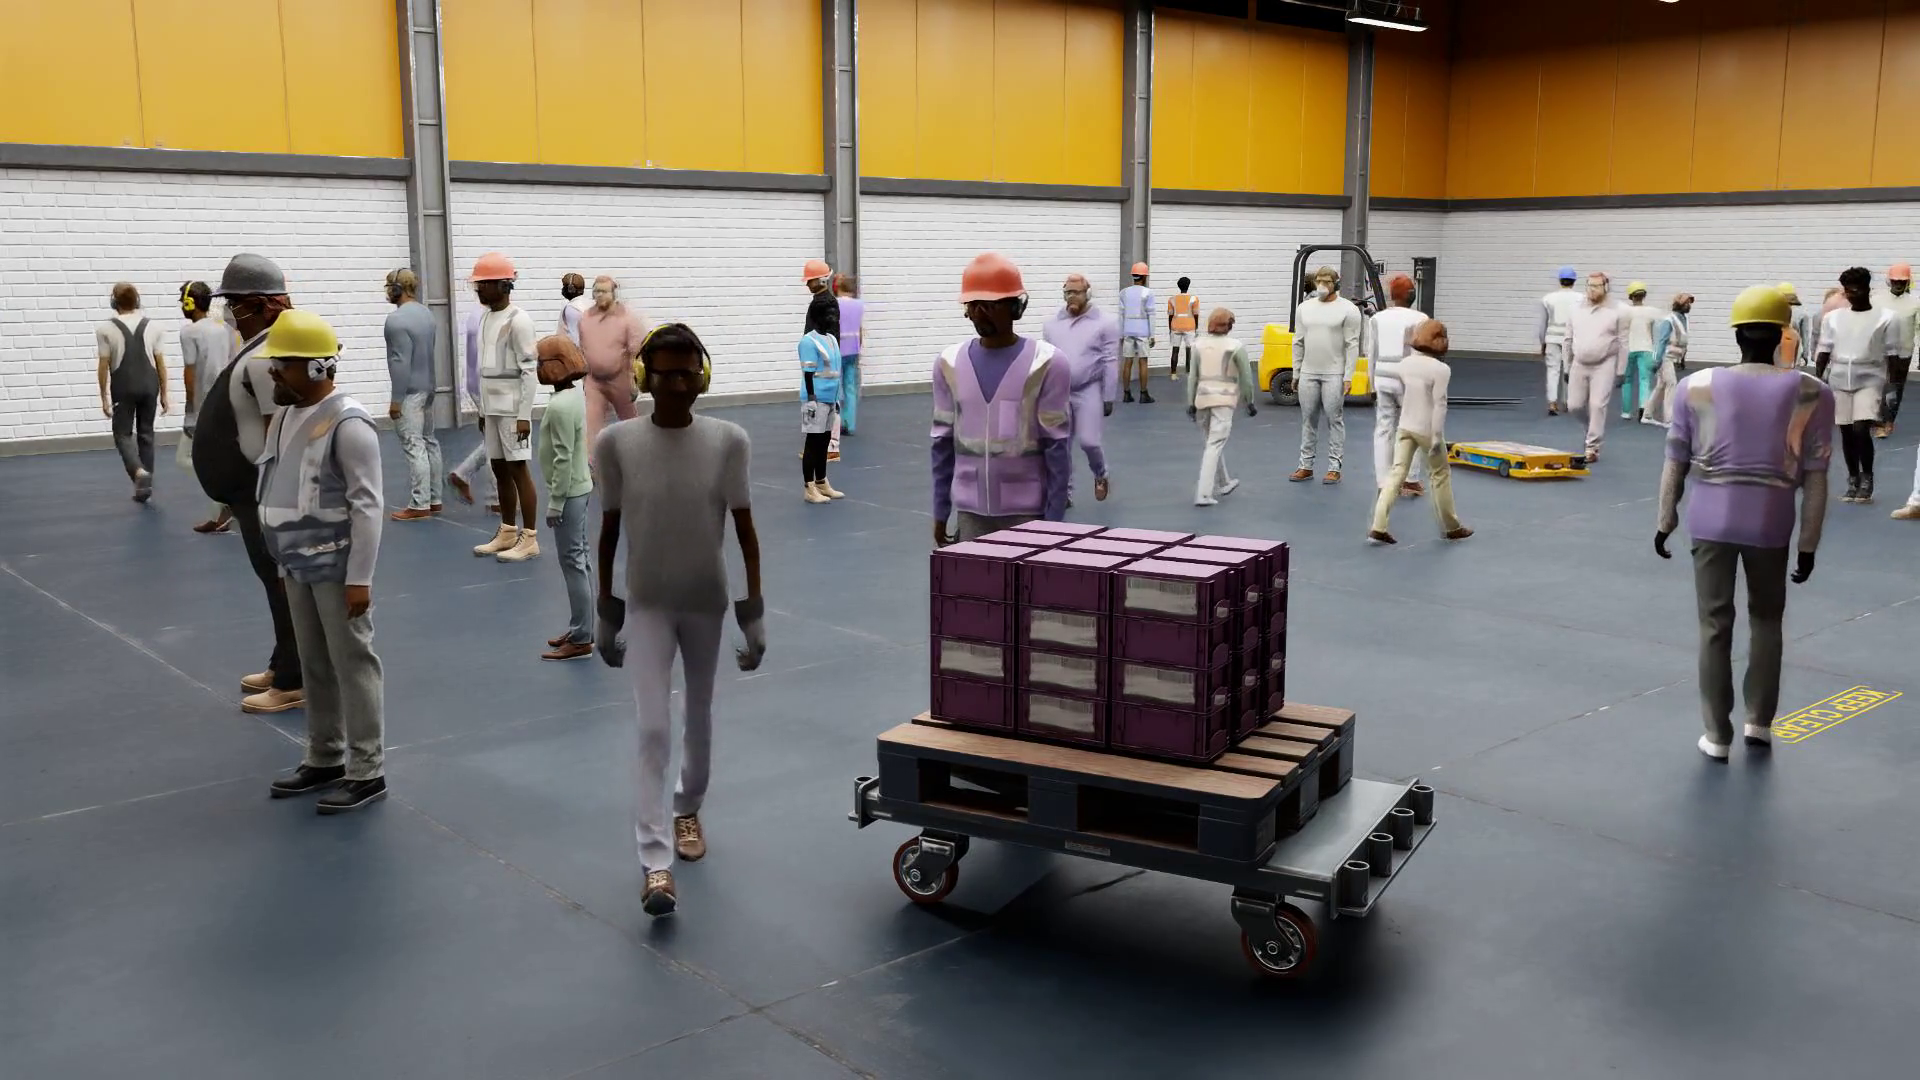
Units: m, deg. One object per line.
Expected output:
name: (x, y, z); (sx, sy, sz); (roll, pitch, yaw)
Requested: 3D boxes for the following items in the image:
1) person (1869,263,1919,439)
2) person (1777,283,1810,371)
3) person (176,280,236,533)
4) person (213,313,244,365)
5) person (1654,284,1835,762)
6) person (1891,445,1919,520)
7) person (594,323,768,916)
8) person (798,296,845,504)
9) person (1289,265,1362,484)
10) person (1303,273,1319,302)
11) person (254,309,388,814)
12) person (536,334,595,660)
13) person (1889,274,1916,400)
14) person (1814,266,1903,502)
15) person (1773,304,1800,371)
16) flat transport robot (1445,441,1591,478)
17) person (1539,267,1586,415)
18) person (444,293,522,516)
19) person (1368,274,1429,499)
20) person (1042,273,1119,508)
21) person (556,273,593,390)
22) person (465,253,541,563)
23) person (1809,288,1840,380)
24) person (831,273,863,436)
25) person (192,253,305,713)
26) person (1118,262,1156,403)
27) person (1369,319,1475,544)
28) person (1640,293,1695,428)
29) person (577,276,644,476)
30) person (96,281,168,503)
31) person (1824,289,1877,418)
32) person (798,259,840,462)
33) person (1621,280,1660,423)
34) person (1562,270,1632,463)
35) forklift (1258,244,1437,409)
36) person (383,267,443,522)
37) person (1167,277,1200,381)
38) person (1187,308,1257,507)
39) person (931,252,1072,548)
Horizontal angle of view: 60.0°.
person: (10.504, -2.137, 18.713); (0.627, 1.956, 0.991); (4, 11, 24)
person: (9.668, -2.152, 19.500); (0.500, 1.706, 0.845); (5, 11, 25)
person: (-5.466, -0.948, 12.048); (0.413, 1.851, 0.551); (2, 10, 11)
person: (-6.057, -1.342, 14.245); (0.579, 1.901, 0.832); (-8, 13, -41)
person: (3.144, -0.070, 6.731); (0.600, 1.910, 0.539); (4, 10, 20)
person: (7.487, -1.004, 12.471); (0.613, 1.812, 0.645); (2, 10, 10)
person: (-0.877, 0.233, 5.245); (0.532, 1.807, 1.009); (-2, 10, -14)
person: (-1.140, -1.152, 13.684); (0.319, 1.698, 0.532); (3, 10, 19)
person: (3.239, -1.467, 14.826); (0.632, 1.940, 0.372); (7, 12, 36)
person: (5.032, -2.941, 23.911); (0.996, 1.783, 0.643); (1, 10, 6)
person: (-2.336, 0.079, 6.081); (0.591, 1.833, 0.404); (8, 13, 41)
person: (-1.991, -0.215, 8.385); (0.288, 1.634, 0.499); (-1, 10, -6)
person: (13.069, -2.831, 23.211); (0.670, 1.806, 0.480); (-2, 10, -12)
person: (7.321, -1.263, 13.628); (0.546, 1.933, 0.618); (-9, 13, -41)
person: (7.255, -1.316, 14.819); (0.514, 1.638, 0.315); (-6, 11, -31)
flat transport robot: (5.171, -0.768, 15.609); (0.652, 0.197, 1.431); (-3, 10, -19)
person: (7.727, -2.547, 21.297); (0.602, 1.897, 1.011); (4, 11, 23)
person: (-3.687, -1.131, 12.898); (0.568, 1.920, 0.644); (-1, 10, -8)
person: (3.711, -1.273, 13.893); (0.645, 1.865, 0.605); (-9, 13, -44)
person: (0.949, -1.177, 13.284); (0.647, 1.892, 0.519); (4, 11, 24)
person: (-4.110, -1.923, 17.783); (0.429, 1.844, 0.626); (0, 10, 1)
person: (-3.043, -0.871, 11.030); (0.379, 2.041, 0.616); (-9, 13, -42)
person: (11.180, -2.424, 21.341); (0.518, 1.618, 0.545); (6, 11, 30)
person: (-1.349, -2.069, 18.663); (0.612, 1.829, 0.505); (-9, 14, -44)
person: (-3.139, -0.259, 7.458); (0.539, 2.000, 0.689); (-4, 10, -22)
person: (2.453, -2.853, 22.943); (0.548, 1.937, 0.379); (6, 11, 32)
person: (3.249, -0.753, 11.670); (0.858, 1.587, 0.500); (-6, 11, -31)
person: (8.321, -2.112, 19.627); (0.527, 1.596, 0.624); (-9, 13, -42)
person: (-3.092, -1.389, 14.643); (0.681, 1.847, 1.039); (2, 10, 14)
person: (-6.669, -1.178, 13.469); (0.518, 1.828, 0.640); (-8, 12, -39)
person: (10.697, -2.330, 20.057); (0.651, 1.881, 0.743); (0, 10, -2)
person: (-1.375, -1.760, 16.400); (0.387, 1.989, 0.608); (-4, 11, -24)
person: (8.281, -2.308, 20.345); (0.528, 1.736, 0.829); (3, 10, 18)
person: (6.273, -1.709, 16.404); (0.647, 1.890, 0.616); (8, 13, 40)
forklift: (5.256, -2.933, 22.661); (2.313, 2.155, 1.214); (3, 10, 16)
person: (-4.192, -1.108, 12.725); (0.352, 1.937, 0.635); (1, 10, 5)
person: (3.608, -3.402, 26.883); (0.531, 1.694, 0.320); (4, 10, 22)
person: (2.157, -1.091, 13.622); (0.511, 1.594, 0.852); (8, 13, 41)
person: (0.151, -0.146, 6.819); (0.604, 2.039, 0.401); (4, 10, 21)
